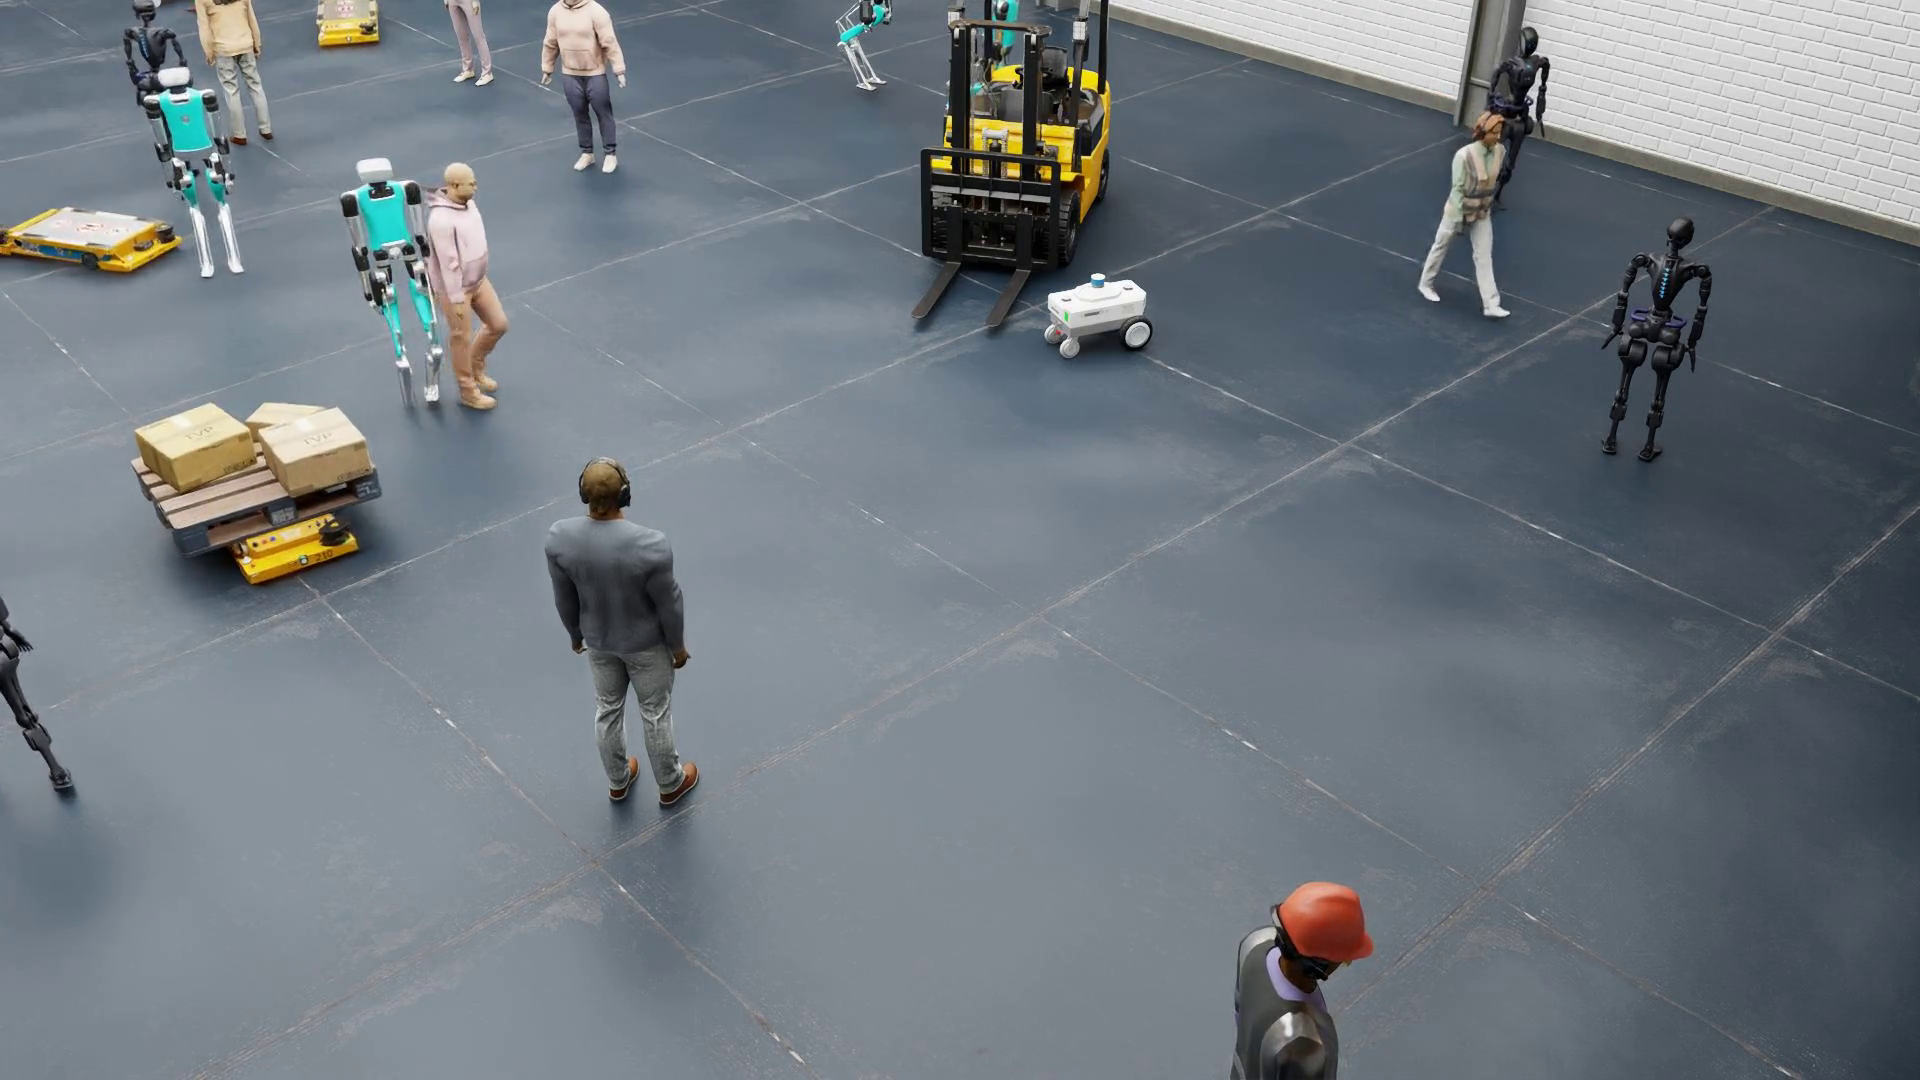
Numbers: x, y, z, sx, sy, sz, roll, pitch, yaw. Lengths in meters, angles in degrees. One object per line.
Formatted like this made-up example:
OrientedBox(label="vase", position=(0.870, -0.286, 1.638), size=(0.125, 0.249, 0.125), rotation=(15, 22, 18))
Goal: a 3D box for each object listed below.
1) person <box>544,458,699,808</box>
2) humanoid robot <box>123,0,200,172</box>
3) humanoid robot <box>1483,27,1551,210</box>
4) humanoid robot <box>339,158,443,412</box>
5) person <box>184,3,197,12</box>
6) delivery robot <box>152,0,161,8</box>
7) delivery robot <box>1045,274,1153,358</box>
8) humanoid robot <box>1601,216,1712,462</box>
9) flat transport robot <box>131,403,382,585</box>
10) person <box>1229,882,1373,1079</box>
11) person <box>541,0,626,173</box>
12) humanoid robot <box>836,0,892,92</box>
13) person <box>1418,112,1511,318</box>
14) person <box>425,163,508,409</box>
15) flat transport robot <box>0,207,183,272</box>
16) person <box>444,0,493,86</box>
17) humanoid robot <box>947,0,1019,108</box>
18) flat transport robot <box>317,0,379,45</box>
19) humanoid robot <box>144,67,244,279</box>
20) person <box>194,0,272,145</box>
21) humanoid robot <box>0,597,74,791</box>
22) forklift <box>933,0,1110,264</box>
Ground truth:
OrientedBox(label="person", position=(-1.594, 0.466, 7.930), size=(0.626, 1.937, 0.373), rotation=(6, 34, 10))
OrientedBox(label="humanoid robot", position=(-7.304, -4.128, 15.232), size=(0.605, 1.653, 0.311), rotation=(1, 33, 1))
OrientedBox(label="humanoid robot", position=(4.837, -3.679, 14.545), size=(0.615, 1.642, 0.371), rotation=(-7, 34, -10))
OrientedBox(label="humanoid robot", position=(-3.787, -1.639, 11.407), size=(0.539, 1.849, 0.749), rotation=(-17, 37, -24))
OrientedBox(label="person", position=(-9.114, -7.104, 19.849), size=(0.467, 1.626, 0.543), rotation=(27, 42, 35))
OrientedBox(label="delivery robot", position=(-9.788, -6.933, 20.584), size=(0.499, 0.614, 0.791), rotation=(25, 41, 33))
OrientedBox(label="delivery robot", position=(1.025, -1.715, 12.539), size=(0.765, 0.585, 0.499), rotation=(-13, 35, -19))
OrientedBox(label="humanoid robot", position=(4.541, -1.327, 10.908), size=(0.599, 1.657, 0.315), rotation=(17, 37, 25))
OrientedBox(label="flat transport robot", position=(-4.386, -0.210, 10.495), size=(0.659, 0.231, 1.431), rotation=(-22, 39, -30))
OrientedBox(label="person", position=(1.091, 1.929, 5.594), size=(0.387, 2.034, 0.605), rotation=(-4, 33, -6))
OrientedBox(label="person", position=(-3.474, -4.353, 15.412), size=(0.819, 1.855, 0.435), rotation=(5, 33, 8))
OrientedBox(label="humanoid robot", position=(-1.011, -5.533, 17.213), size=(0.735, 1.672, 0.533), rotation=(16, 36, 23))
OrientedBox(label="person", position=(3.946, -2.492, 12.787), size=(0.516, 1.590, 0.872), rotation=(-14, 36, -21))
OrientedBox(label="person", position=(-3.430, -1.753, 11.493), size=(0.452, 1.763, 0.570), rotation=(9, 34, 14))
OrientedBox(label="flat transport robot", position=(-7.419, -2.553, 14.098), size=(1.431, 0.231, 0.659), rotation=(10, 34, 15))
OrientedBox(label="person", position=(-5.278, -5.704, 17.577), size=(0.514, 1.759, 0.328), rotation=(17, 37, 24))
OrientedBox(label="humanoid robot", position=(0.194, -4.398, 15.607), size=(0.817, 1.797, 0.539), rotation=(8, 34, 12))
OrientedBox(label="flat transport robot", position=(-7.210, -6.135, 19.603), size=(0.659, 0.231, 1.431), rotation=(-9, 34, -14))
OrientedBox(label="humanoid robot", position=(-6.120, -2.984, 13.380), size=(0.530, 1.746, 0.744), rotation=(-14, 35, -20))
OrientedBox(label="person", position=(-6.995, -4.749, 16.016), size=(0.563, 1.868, 0.398), rotation=(-28, 42, -36))
OrientedBox(label="humanoid robot", position=(-4.845, 0.539, 8.088), size=(0.766, 1.617, 0.610), rotation=(13, 35, 19))
OrientedBox(label="forklift", position=(0.570, -3.725, 14.138), size=(1.214, 2.155, 2.313), rotation=(9, 34, 13))
